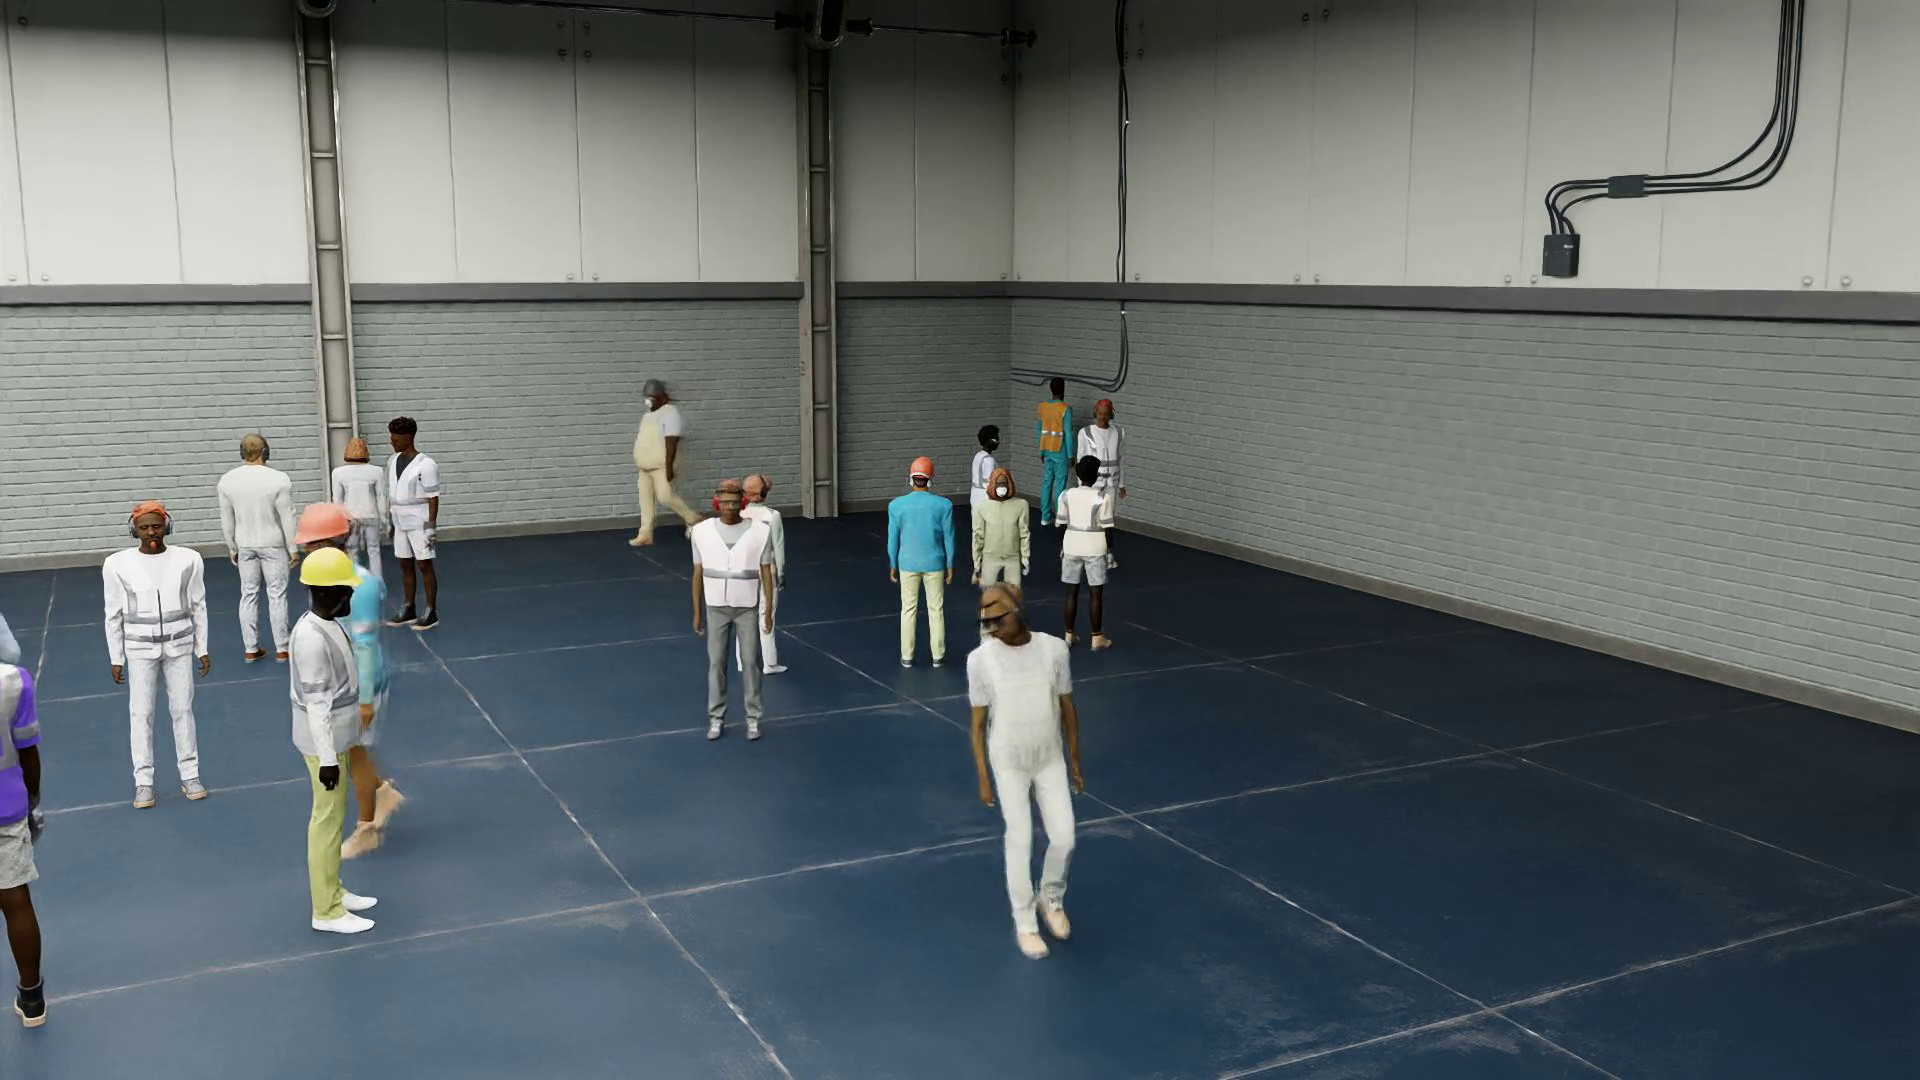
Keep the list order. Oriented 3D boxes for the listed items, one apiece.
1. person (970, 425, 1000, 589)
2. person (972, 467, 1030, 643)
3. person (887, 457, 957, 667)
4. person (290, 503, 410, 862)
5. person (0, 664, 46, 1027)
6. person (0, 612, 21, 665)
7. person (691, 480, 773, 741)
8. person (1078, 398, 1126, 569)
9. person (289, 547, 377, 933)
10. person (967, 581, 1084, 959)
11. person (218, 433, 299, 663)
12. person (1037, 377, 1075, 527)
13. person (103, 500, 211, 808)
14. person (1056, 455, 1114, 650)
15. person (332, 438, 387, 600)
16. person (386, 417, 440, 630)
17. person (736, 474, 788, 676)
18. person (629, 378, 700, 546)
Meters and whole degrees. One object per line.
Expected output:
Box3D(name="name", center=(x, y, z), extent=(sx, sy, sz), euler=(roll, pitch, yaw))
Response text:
Box3D(name="person", center=(0.277, -0.351, 17.238), extent=(0.317, 1.698, 0.540), euler=(-2, 10, -15))
Box3D(name="person", center=(0.350, 0.189, 14.152), extent=(0.499, 1.627, 0.279), euler=(-2, 9, -10))
Box3D(name="person", center=(-0.314, 0.184, 13.774), extent=(0.572, 1.750, 0.329), euler=(0, 9, 0))
Box3D(name="person", center=(-3.407, 0.784, 9.260), extent=(0.644, 2.022, 0.537), euler=(8, 12, 40))
Box3D(name="person", center=(-4.212, 1.170, 7.064), extent=(0.602, 1.961, 0.371), euler=(-9, 13, -44))
Box3D(name="person", center=(-6.737, 0.455, 11.411), extent=(0.439, 1.972, 0.625), euler=(-3, 10, -18))
Box3D(name="person", center=(-1.588, 0.485, 11.658), extent=(0.563, 1.840, 0.395), euler=(0, 9, -2))
Box3D(name="person", center=(1.560, -0.617, 18.313), extent=(0.576, 1.883, 0.354), euler=(-4, 10, -22))
Box3D(name="person", center=(-3.124, 0.987, 8.298), extent=(0.372, 1.925, 0.596), euler=(-3, 10, -16))
Box3D(name="person", center=(0.327, 1.092, 7.991), extent=(0.559, 1.821, 0.400), euler=(-1, 9, -9))
Box3D(name="person", center=(-5.834, 0.071, 13.906), extent=(0.631, 1.940, 0.372), euler=(0, 9, 2))
Box3D(name="person", center=(1.234, -1.130, 21.369), extent=(0.391, 1.918, 0.605), euler=(-8, 12, -41))
Box3D(name="person", center=(-4.929, 0.693, 10.244), extent=(0.575, 1.883, 0.355), euler=(-6, 11, -33))
Box3D(name="person", center=(1.096, 0.105, 14.432), extent=(0.540, 1.697, 0.317), euler=(5, 11, 30))
Box3D(name="person", center=(-5.944, -0.197, 16.495), extent=(0.507, 1.632, 0.274), euler=(-4, 10, -23))
Box3D(name="person", center=(-5.025, -0.156, 15.237), extent=(0.601, 1.960, 0.373), euler=(6, 11, 31))
Box3D(name="person", center=(-1.651, 0.284, 13.519), extent=(0.523, 1.636, 0.310), euler=(4, 10, 23))
Box3D(name="person", center=(-3.559, -0.944, 19.848), extent=(0.776, 2.000, 0.687), euler=(-8, 13, -42))
